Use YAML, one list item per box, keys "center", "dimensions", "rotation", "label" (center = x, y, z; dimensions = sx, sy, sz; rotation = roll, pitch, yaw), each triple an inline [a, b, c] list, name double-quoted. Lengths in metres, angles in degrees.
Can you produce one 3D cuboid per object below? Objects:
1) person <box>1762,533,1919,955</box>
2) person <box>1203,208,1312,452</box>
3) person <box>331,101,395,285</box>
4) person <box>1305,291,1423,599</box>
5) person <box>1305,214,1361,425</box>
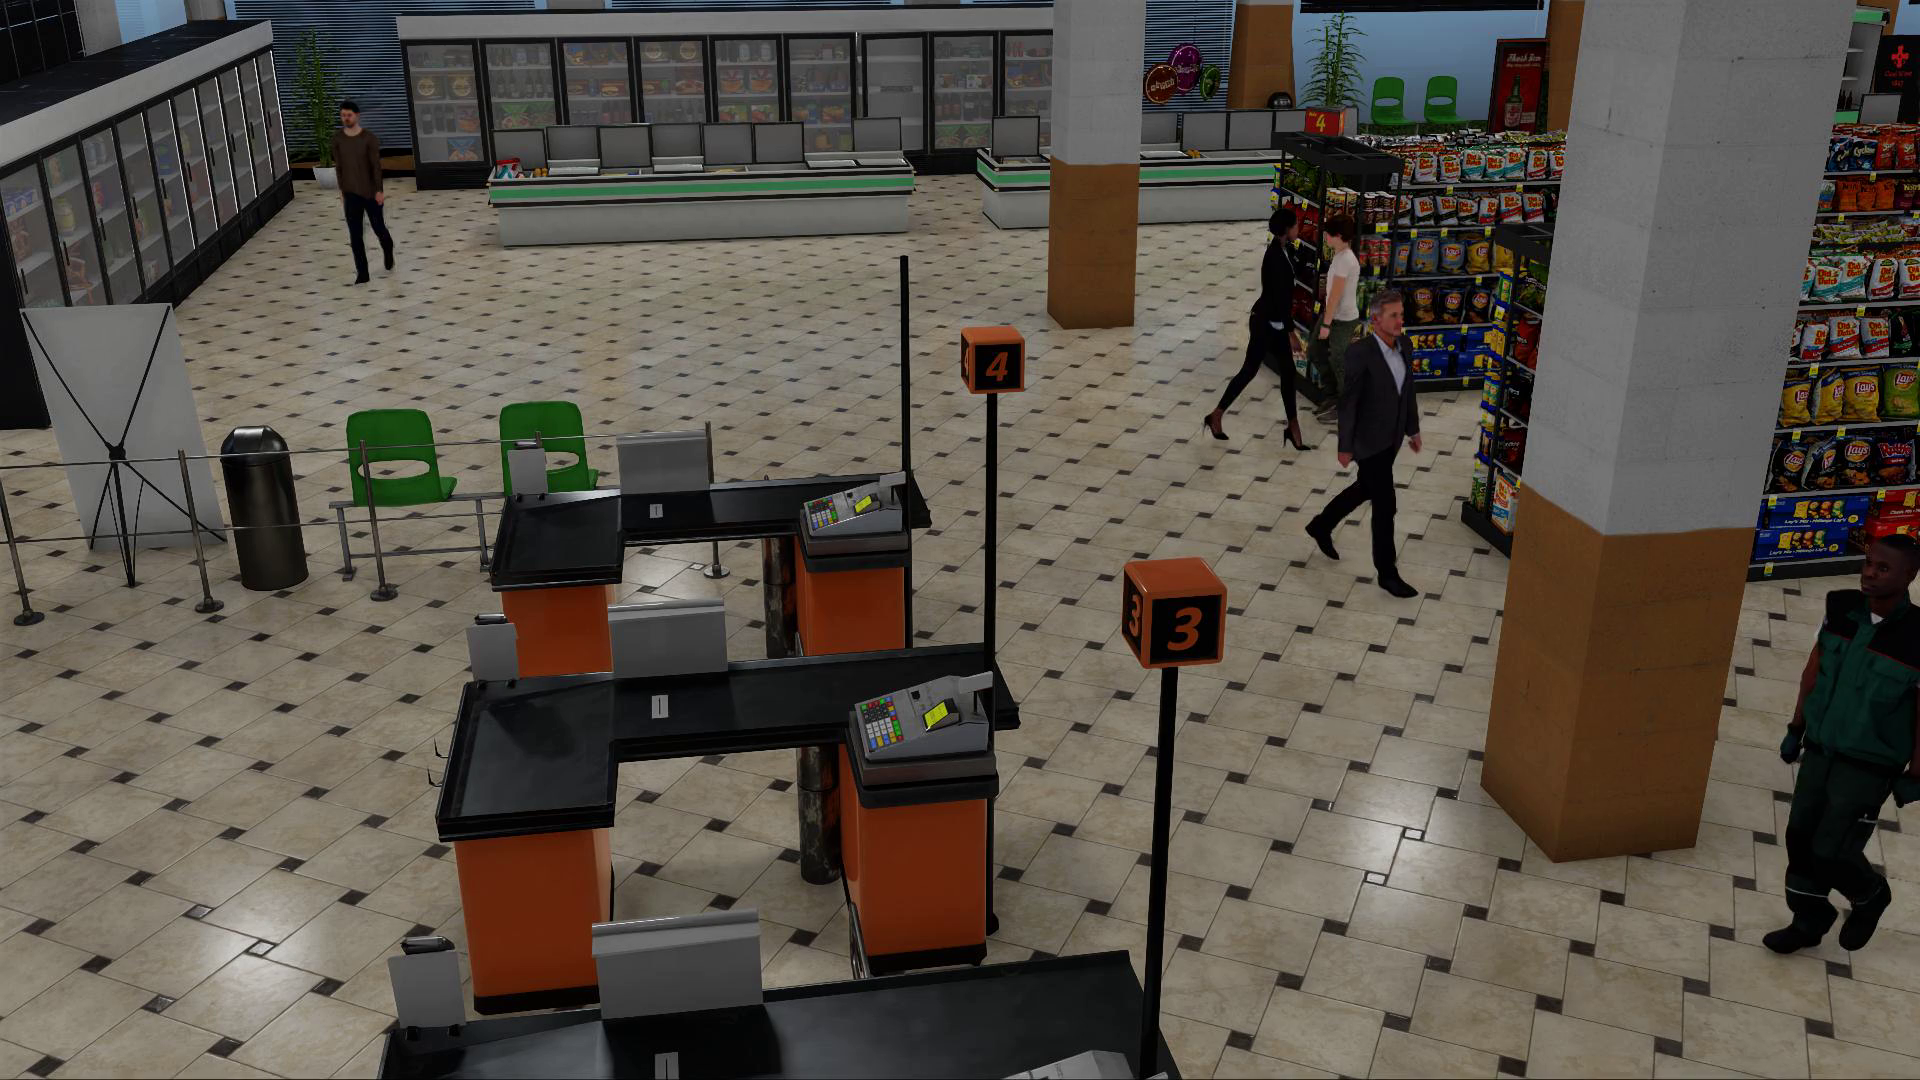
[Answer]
- center: [3.528, 0.813, 6.461]
  dimensions: [0.817, 1.826, 0.770]
  rotation: [-8, 23, -20]
  label: "person"
- center: [2.189, -1.519, 12.310]
  dimensions: [1.127, 1.792, 0.933]
  rotation: [8, 23, 18]
  label: "person"
- center: [-6.303, -3.686, 17.613]
  dimensions: [1.128, 1.859, 0.803]
  rotation: [-1, 22, -3]
  label: "person"
- center: [2.462, -0.629, 10.079]
  dimensions: [1.239, 1.806, 1.172]
  rotation: [-19, 28, -38]
  label: "person"
- center: [3.041, -1.709, 12.989]
  dimensions: [0.652, 1.639, 0.632]
  rotation: [-1, 22, -3]
  label: "person"
